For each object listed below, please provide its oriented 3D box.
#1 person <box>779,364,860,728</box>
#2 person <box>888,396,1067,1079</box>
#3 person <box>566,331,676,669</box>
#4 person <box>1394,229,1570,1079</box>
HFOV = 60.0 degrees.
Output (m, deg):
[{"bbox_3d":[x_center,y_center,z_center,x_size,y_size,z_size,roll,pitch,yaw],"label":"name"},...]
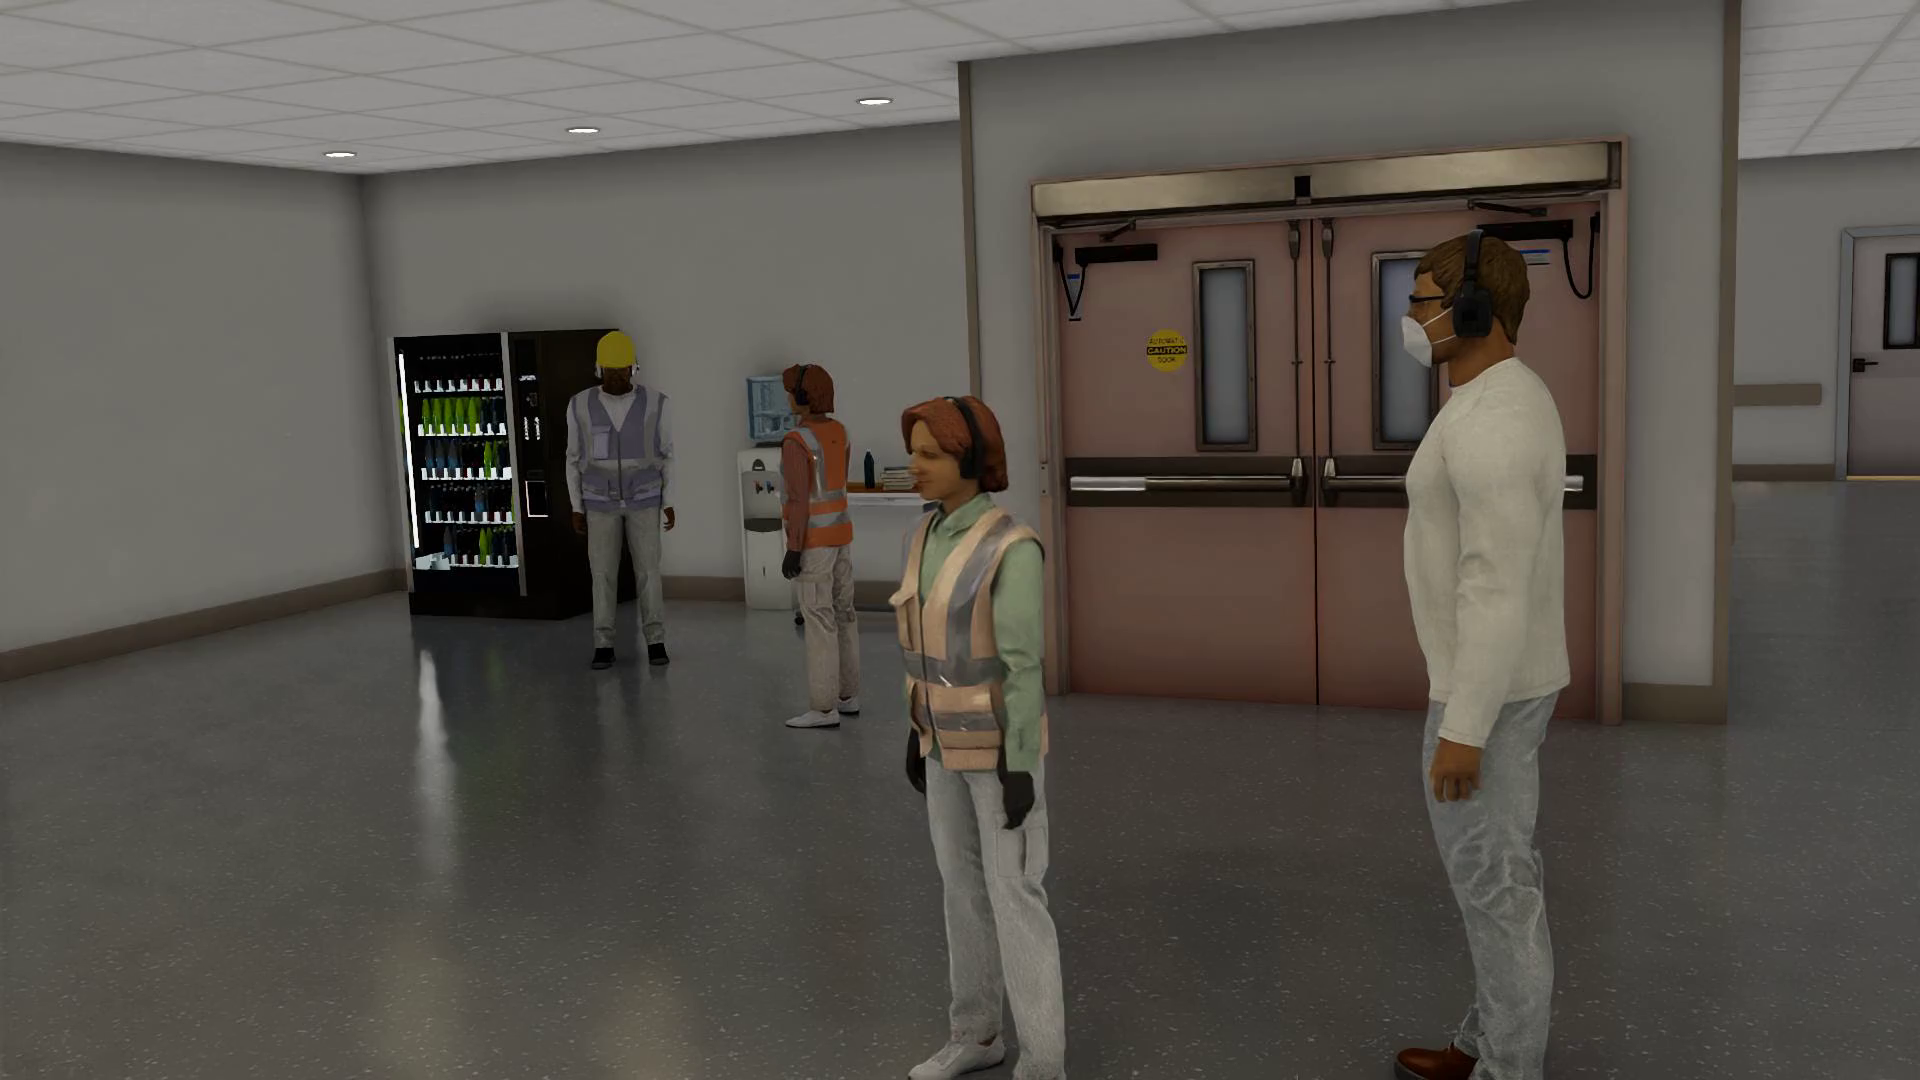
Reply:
[{"bbox_3d":[-0.636,0.026,7.506,0.307,1.641,0.512,1,8,22],"label":"person"},{"bbox_3d":[0.037,0.487,3.783,0.313,1.632,0.519,-7,9,-31],"label":"person"},{"bbox_3d":[-1.829,-0.216,9.026,0.586,1.827,0.404,-4,8,-10],"label":"person"},{"bbox_3d":[1.090,0.328,3.511,0.372,1.940,0.632,0,8,18],"label":"person"}]
